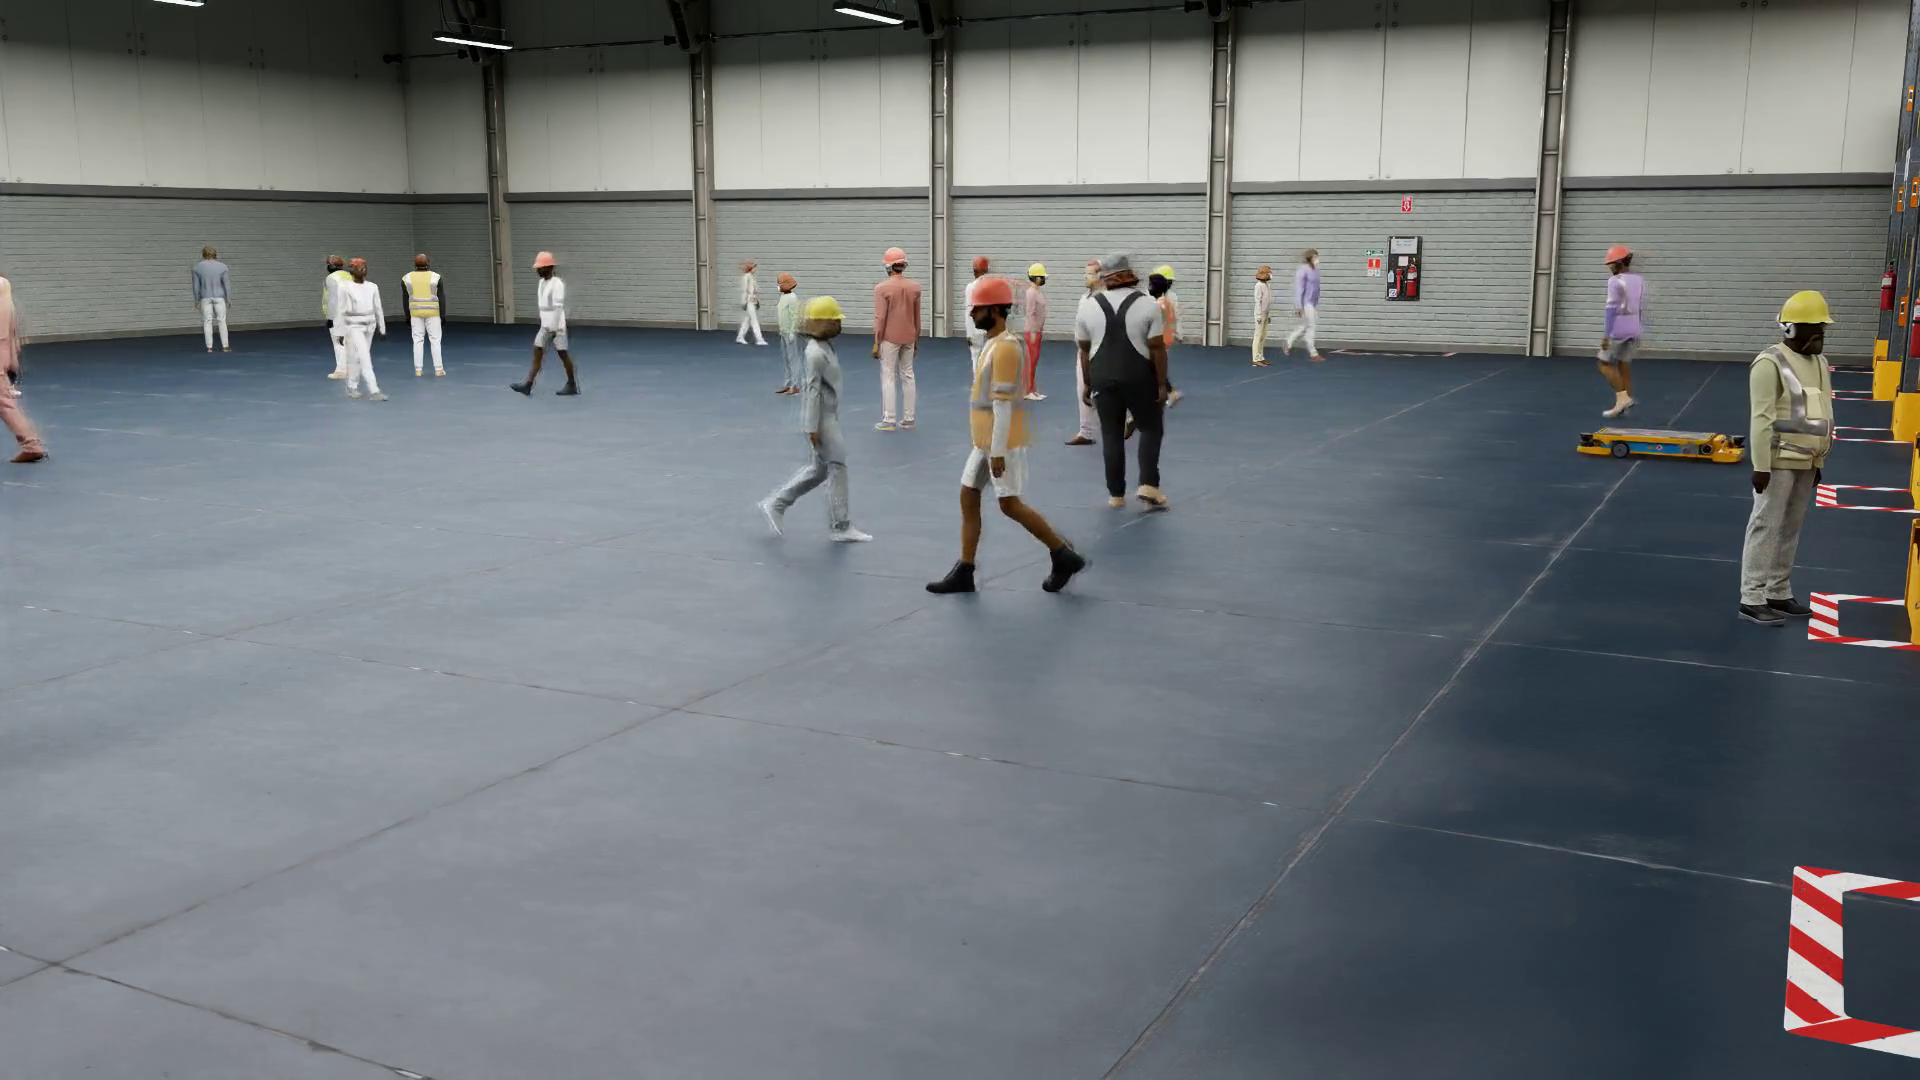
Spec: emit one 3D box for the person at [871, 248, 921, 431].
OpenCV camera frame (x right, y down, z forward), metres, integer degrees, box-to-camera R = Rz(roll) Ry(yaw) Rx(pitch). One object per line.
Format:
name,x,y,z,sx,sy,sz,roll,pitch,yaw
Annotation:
person,-0.702,-2.194,18.225,0.664,1.991,0.403,-9,14,-40

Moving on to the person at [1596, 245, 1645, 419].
person,7.639,-2.405,19.297,0.660,2.016,0.459,-7,13,-34

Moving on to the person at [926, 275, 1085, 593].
person,0.282,-0.610,9.842,0.904,1.907,0.554,-1,10,-7

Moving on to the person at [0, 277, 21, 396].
person,-12.813,-2.853,22.002,0.590,1.926,0.388,-1,10,-7

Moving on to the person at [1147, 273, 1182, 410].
person,2.367,-2.322,19.752,0.404,1.682,0.545,4,11,19

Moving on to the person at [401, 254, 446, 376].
person,-8.107,-3.402,25.221,0.625,1.846,0.429,-2,11,-9

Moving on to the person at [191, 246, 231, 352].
person,-13.652,-4.395,30.376,0.635,1.937,0.354,-4,11,-20

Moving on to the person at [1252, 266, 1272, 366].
person,4.953,-3.656,27.175,0.276,1.635,0.501,6,12,29

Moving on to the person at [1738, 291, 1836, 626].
person,4.566,-0.446,9.151,0.600,1.823,0.404,-7,13,-34

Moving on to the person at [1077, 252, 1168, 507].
person,1.275,-1.274,13.082,0.727,2.000,0.590,3,11,18

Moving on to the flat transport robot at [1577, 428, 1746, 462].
flat transport robot,6.754,-0.926,16.010,1.431,0.197,0.652,6,12,30

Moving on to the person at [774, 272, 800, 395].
person,-2.317,-2.762,22.306,0.281,1.633,0.499,-5,11,-24

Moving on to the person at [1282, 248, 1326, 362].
person,5.865,-3.996,28.282,0.819,1.917,0.634,8,13,39

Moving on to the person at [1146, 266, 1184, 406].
person,2.583,-2.550,20.829,0.543,1.737,0.728,-8,13,-38

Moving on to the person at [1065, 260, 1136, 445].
person,1.433,-1.894,16.885,0.664,1.888,0.650,-4,11,-21

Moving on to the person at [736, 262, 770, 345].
person,-4.081,-4.599,32.461,0.730,1.622,0.532,2,11,9

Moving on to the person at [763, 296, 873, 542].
person,-1.006,-0.837,11.575,0.732,1.716,0.493,1,10,4

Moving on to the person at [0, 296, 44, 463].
person,-9.102,-1.632,15.549,0.980,1.860,0.659,-1,10,-5

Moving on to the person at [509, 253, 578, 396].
person,-5.508,-2.833,21.987,0.964,1.887,0.565,-10,14,-43

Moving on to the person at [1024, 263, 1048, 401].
person,0.991,-2.697,21.590,0.314,1.767,0.534,2,11,12

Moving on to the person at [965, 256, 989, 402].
person,0.336,-2.650,21.053,0.598,1.866,0.553,-7,13,-35

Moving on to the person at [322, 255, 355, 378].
person,-9.289,-3.334,24.859,0.429,1.840,0.636,2,11,9

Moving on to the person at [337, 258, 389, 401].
person,-7.787,-2.735,21.611,0.970,1.841,0.591,7,13,35
